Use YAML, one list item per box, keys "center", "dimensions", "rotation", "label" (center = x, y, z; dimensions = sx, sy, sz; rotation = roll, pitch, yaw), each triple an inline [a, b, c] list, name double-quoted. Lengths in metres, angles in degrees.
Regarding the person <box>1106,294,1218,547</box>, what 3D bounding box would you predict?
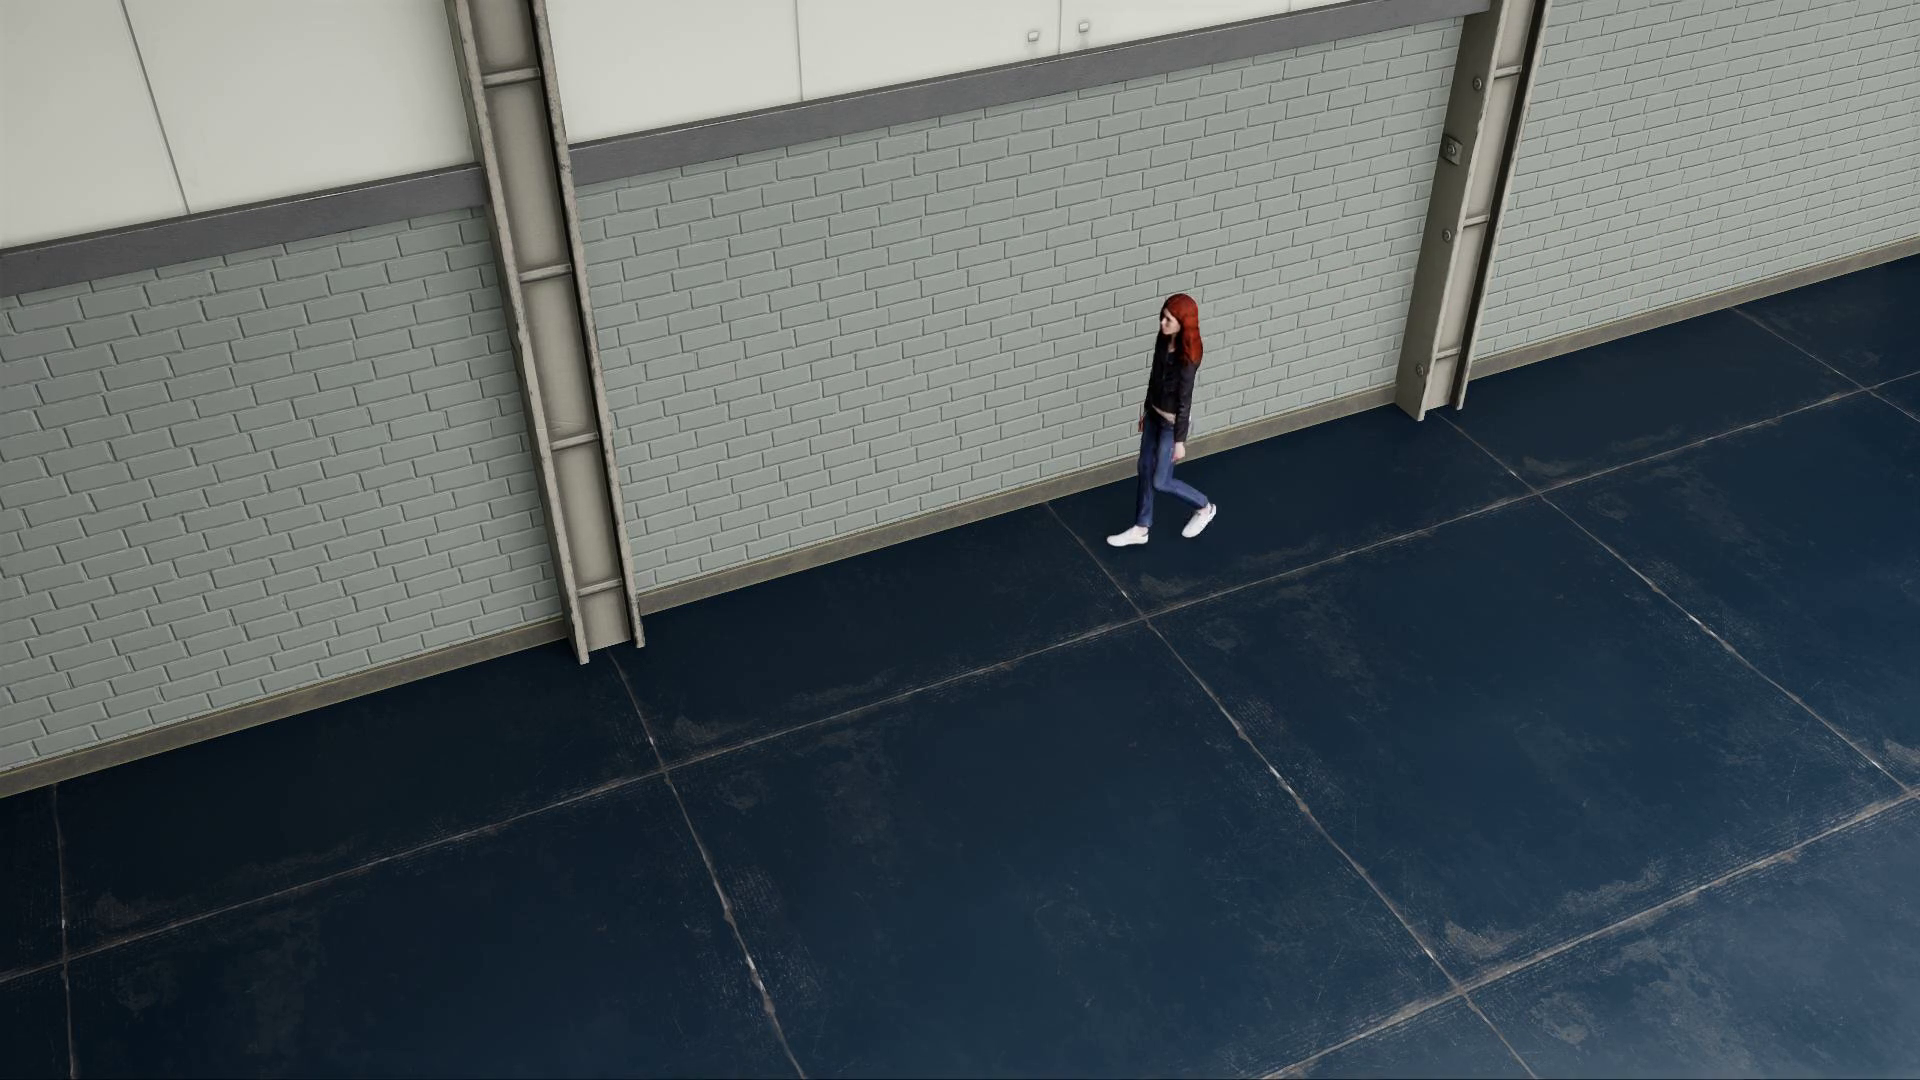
- center: [1.306, -0.694, 10.069]
  dimensions: [0.950, 1.776, 0.666]
  rotation: [-10, 39, -13]
  label: "person"
